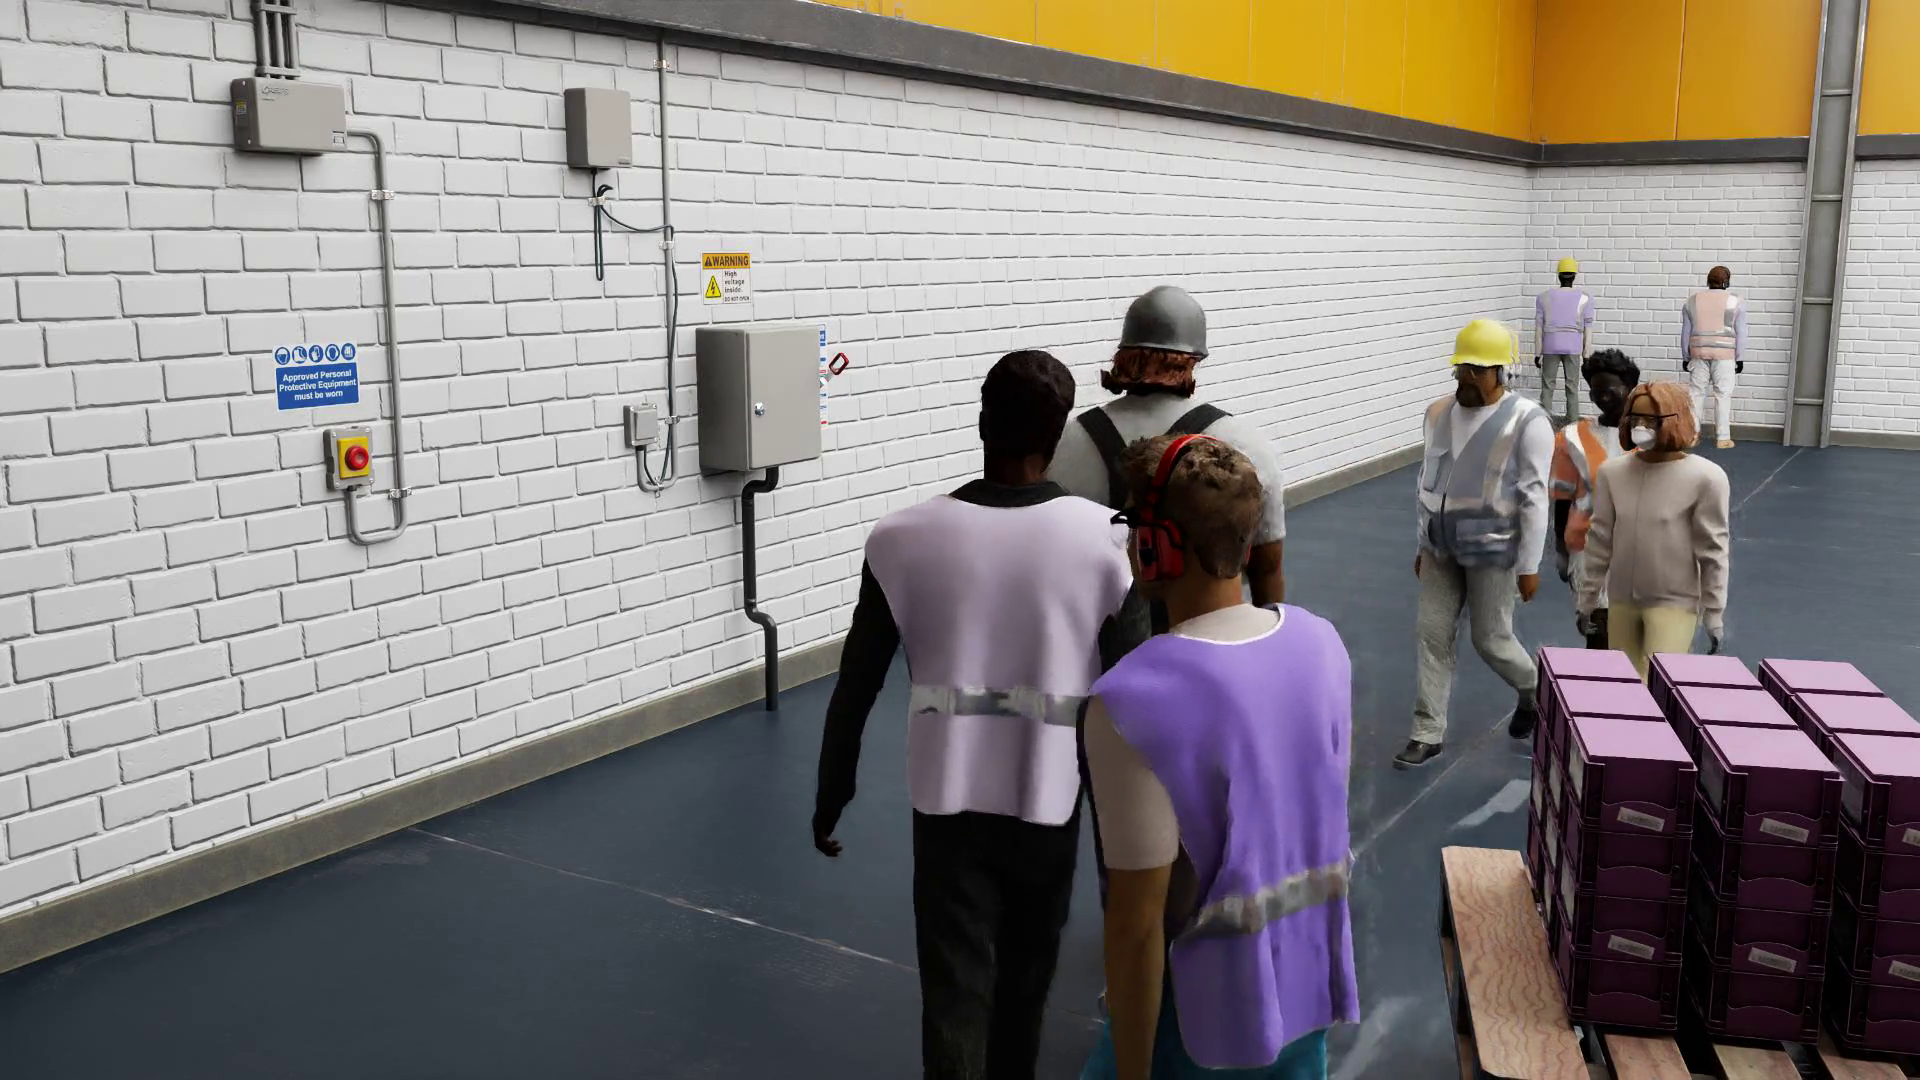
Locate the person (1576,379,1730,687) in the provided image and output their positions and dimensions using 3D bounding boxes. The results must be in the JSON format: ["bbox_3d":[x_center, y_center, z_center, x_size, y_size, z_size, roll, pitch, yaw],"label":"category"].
[{"bbox_3d":[2.402,0.248,5.834,0.341,1.619,0.530,-7,12,-33],"label":"person"}]

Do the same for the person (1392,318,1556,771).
[{"bbox_3d":[2.104,0.011,6.675,0.766,1.805,0.605,-8,13,-37],"label":"person"}]

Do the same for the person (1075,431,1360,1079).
[{"bbox_3d":[0.336,0.727,2.694,0.580,1.804,0.907,-8,13,-37],"label":"person"}]

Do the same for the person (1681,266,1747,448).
[{"bbox_3d":[7.643,-1.850,16.871,0.619,1.845,0.430,8,13,39],"label":"person"}]

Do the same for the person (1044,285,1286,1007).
[{"bbox_3d":[0.509,0.284,4.495,0.687,2.000,0.975,4,11,21],"label":"person"}]

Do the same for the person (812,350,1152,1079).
[{"bbox_3d":[0.046,0.537,3.549,0.740,1.863,0.935,0,10,2],"label":"person"}]

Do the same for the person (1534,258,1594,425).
[{"bbox_3d":[6.354,-2.010,17.561,0.582,1.918,0.405,3,11,17],"label":"person"}]

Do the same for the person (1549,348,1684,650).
[{"bbox_3d":[2.740,0.019,6.992,0.534,1.668,0.736,3,11,15],"label":"person"}]
